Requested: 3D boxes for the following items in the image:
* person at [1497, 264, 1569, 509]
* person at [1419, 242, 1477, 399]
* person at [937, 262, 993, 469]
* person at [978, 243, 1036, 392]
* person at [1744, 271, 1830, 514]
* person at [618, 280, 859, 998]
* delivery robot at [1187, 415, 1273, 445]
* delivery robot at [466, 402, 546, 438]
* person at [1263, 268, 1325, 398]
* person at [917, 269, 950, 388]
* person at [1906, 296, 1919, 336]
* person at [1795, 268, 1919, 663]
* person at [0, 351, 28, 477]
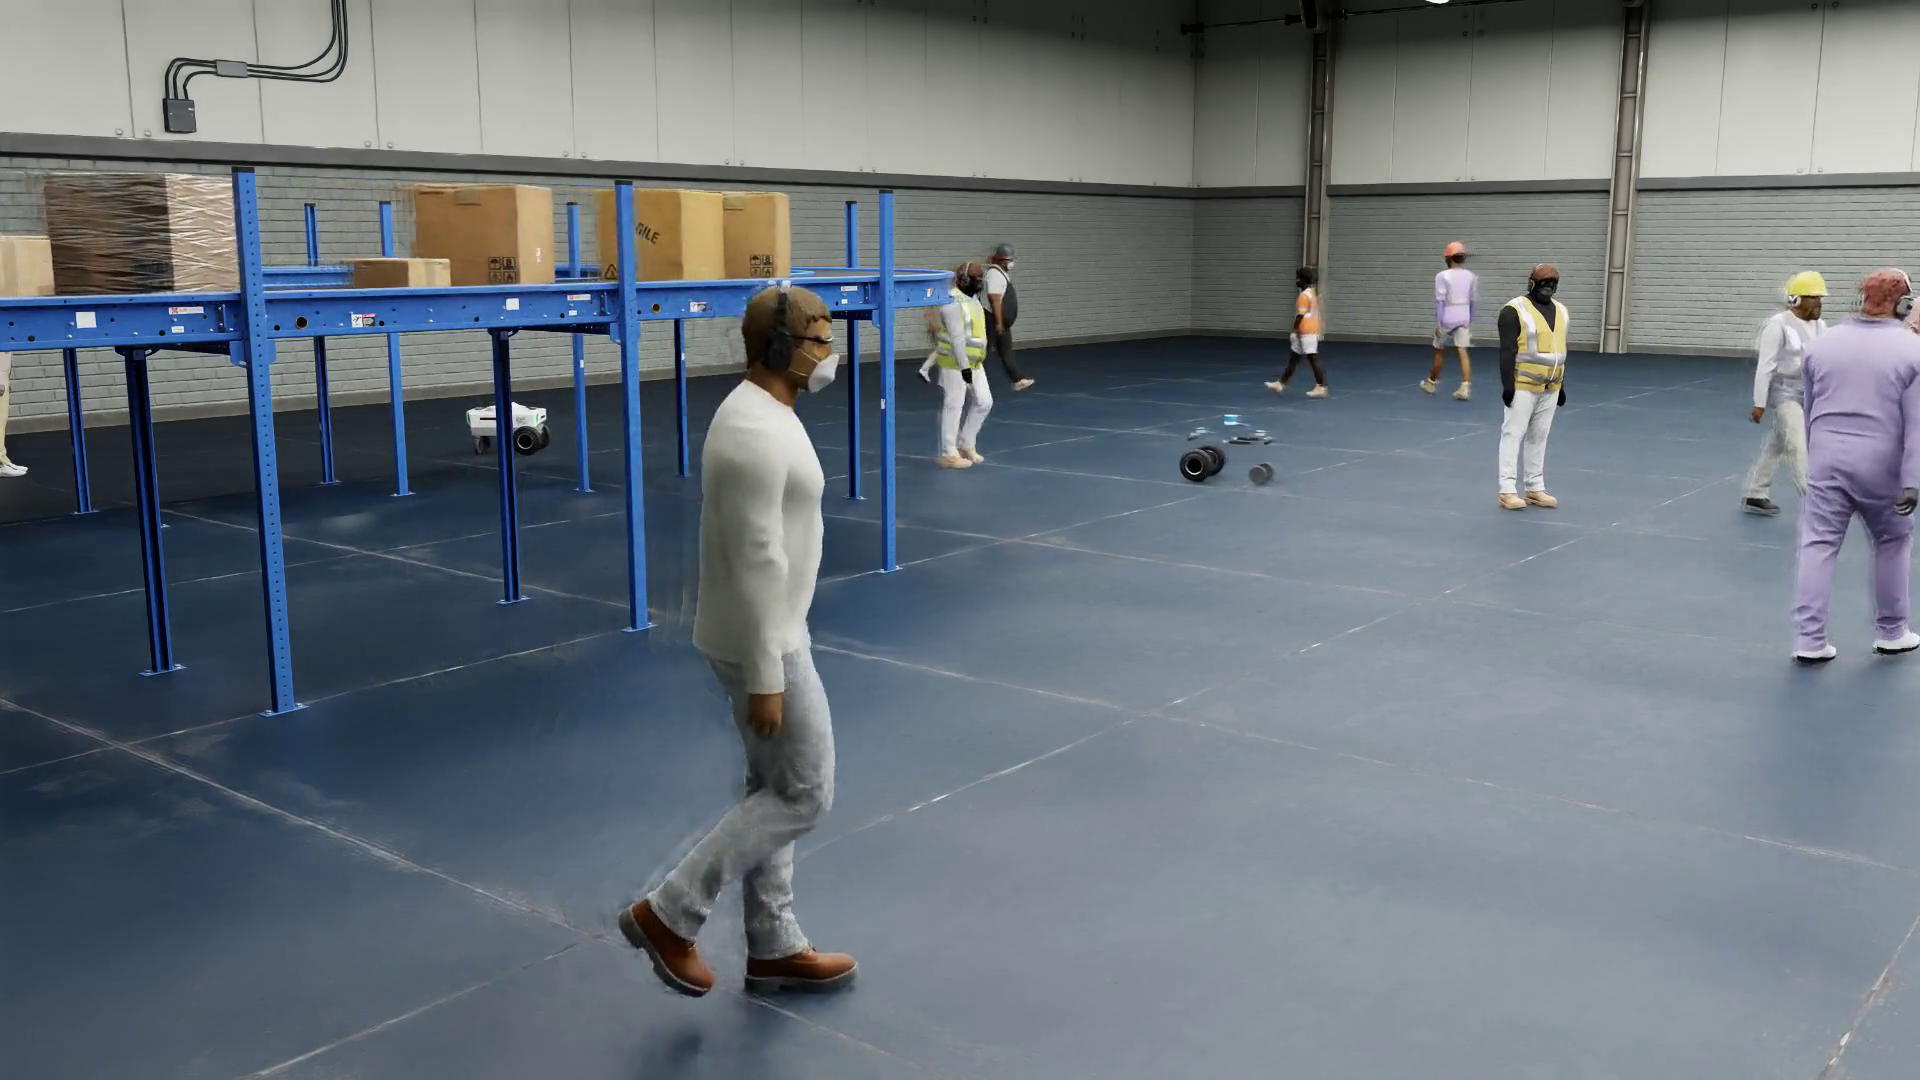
[{"bbox_3d":[4.356,-1.163,12.609,0.619,1.839,0.430,-5,11,-25],"label":"person"},{"bbox_3d":[6.325,-2.820,21.387,0.628,1.982,1.068,-3,11,-15],"label":"person"},{"bbox_3d":[0.047,-1.554,14.812,0.479,1.823,0.645,5,11,26],"label":"person"},{"bbox_3d":[0.470,-2.936,21.984,1.044,2.000,0.718,2,10,12],"label":"person"},{"bbox_3d":[6.098,-1.029,11.992,0.623,1.781,0.912,-6,12,-30],"label":"person"},{"bbox_3d":[-0.567,0.287,4.358,0.533,1.920,0.633,-1,10,-7],"label":"person"},{"bbox_3d":[2.291,-0.948,14.105,0.698,0.223,0.335,5,11,23],"label":"delivery robot"},{"bbox_3d":[-4.351,-1.152,15.957,0.707,0.478,0.477,0,10,0],"label":"delivery robot"},{"bbox_3d":[4.359,-2.677,21.474,0.847,1.649,0.557,3,11,18],"label":"person"},{"bbox_3d":[-0.295,-2.893,22.768,0.429,1.621,0.528,-4,11,-23],"label":"person"},{"bbox_3d":[9.779,-1.884,16.799,0.534,1.767,0.314,-3,11,-16],"label":"person"},{"bbox_3d":[4.388,-0.354,8.008,0.865,1.873,0.657,-8,13,-39],"label":"person"},{"bbox_3d":[-8.275,-1.373,14.329,0.286,1.636,0.500,-5,11,-25],"label":"person"}]
